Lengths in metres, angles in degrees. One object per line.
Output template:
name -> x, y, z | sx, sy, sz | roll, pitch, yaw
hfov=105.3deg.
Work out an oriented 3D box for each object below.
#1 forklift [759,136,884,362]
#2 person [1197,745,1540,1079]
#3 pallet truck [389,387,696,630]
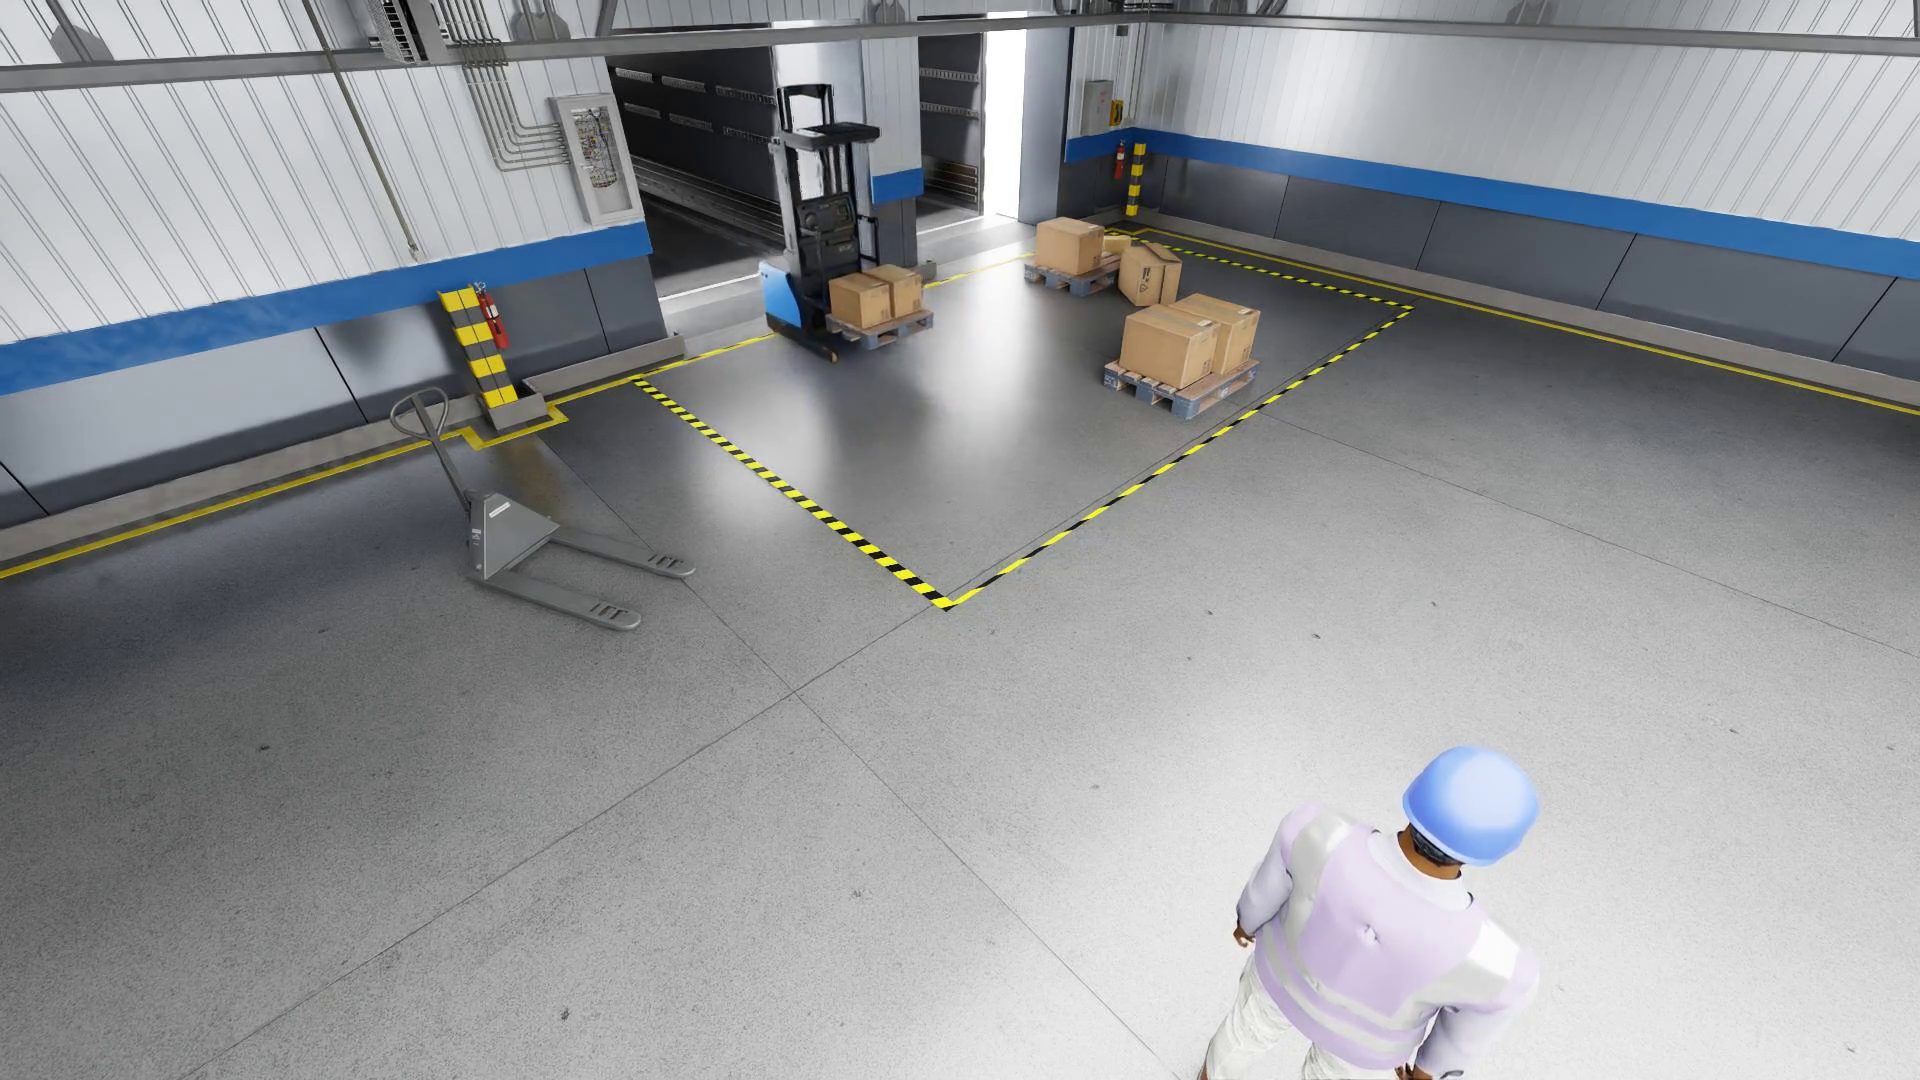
forklift -> -1.642, -3.160, 7.707 | 0.716, 2.013, 0.776 | -31, 47, -33
person -> 1.071, 1.248, 2.078 | 0.402, 1.945, 0.614 | -30, 47, -33
pallet truck -> -2.613, -0.247, 4.593 | 1.601, 1.201, 0.680 | 14, 40, 17
